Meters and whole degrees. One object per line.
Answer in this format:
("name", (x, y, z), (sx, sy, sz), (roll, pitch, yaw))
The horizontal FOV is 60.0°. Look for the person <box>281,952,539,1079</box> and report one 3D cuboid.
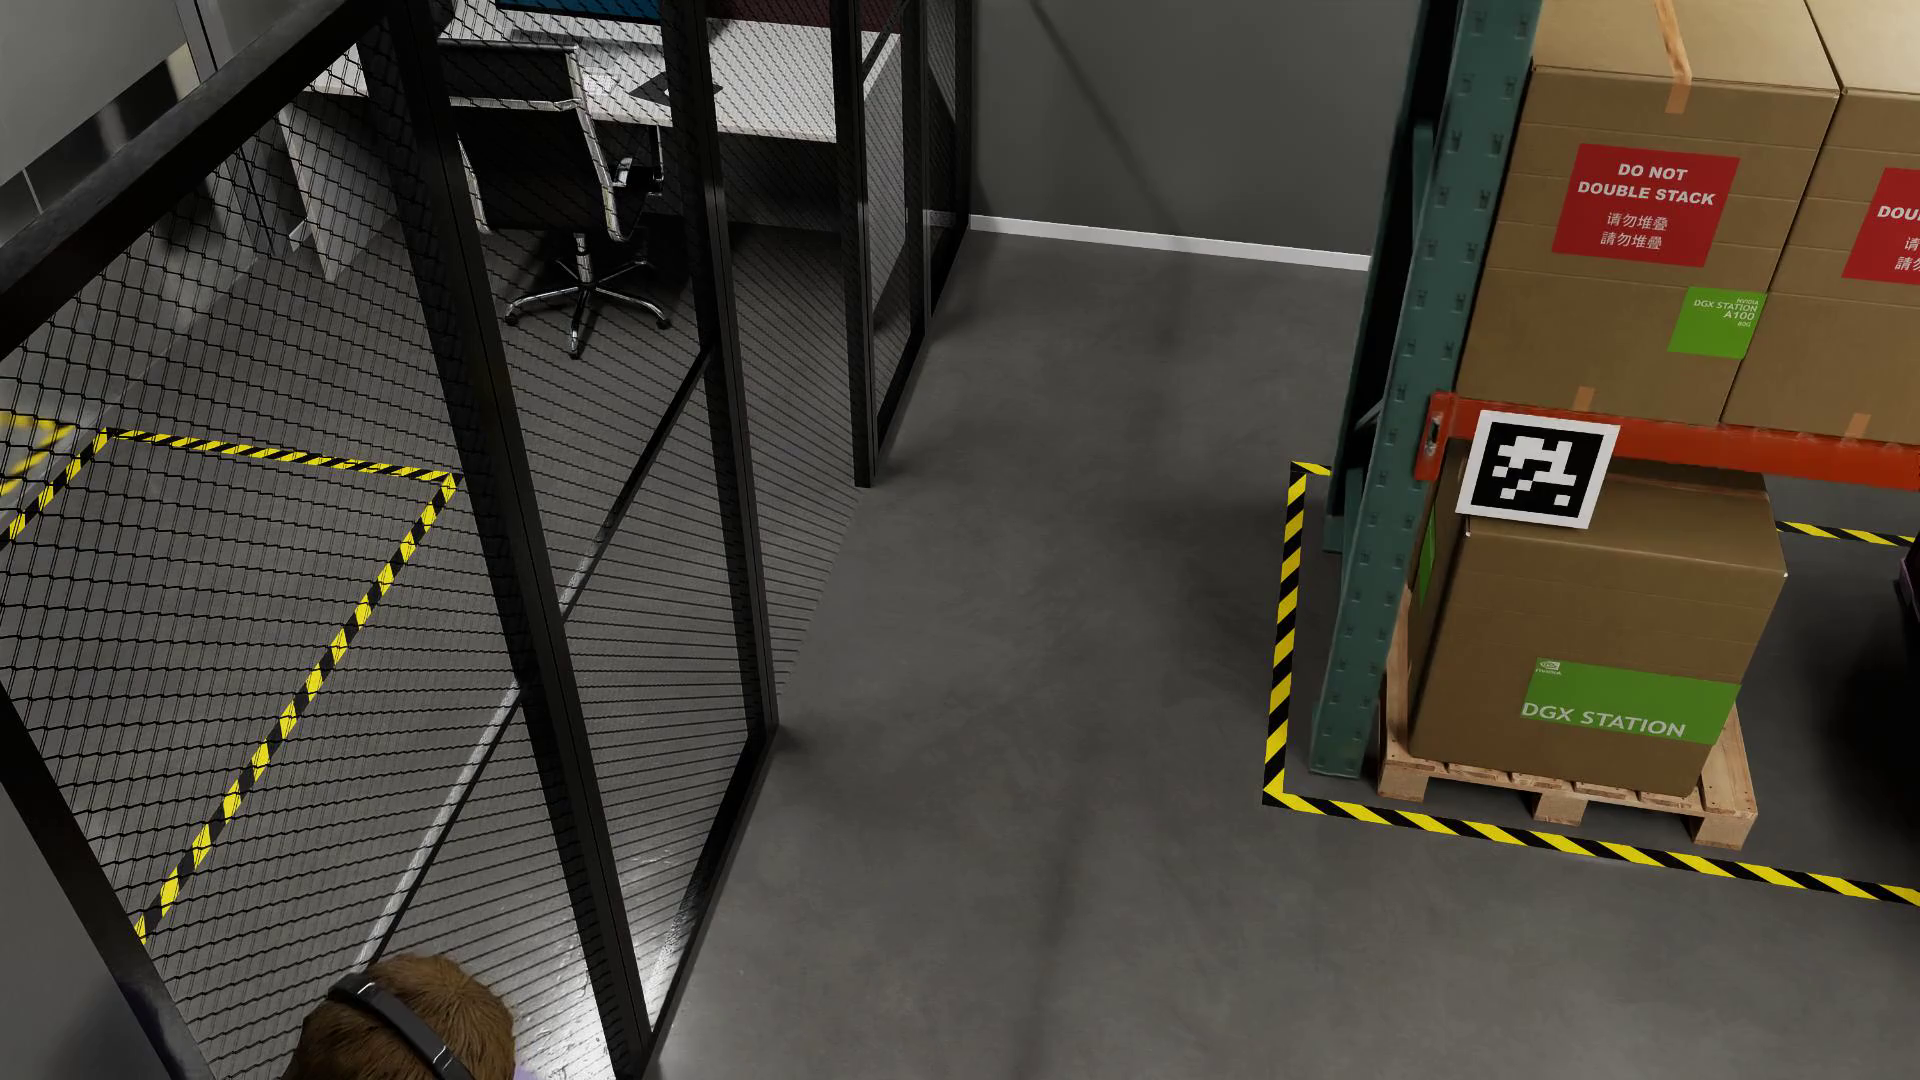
("person", (-0.529, 1.152, 2.171), (0.632, 1.939, 0.368), (19, 44, 20))
